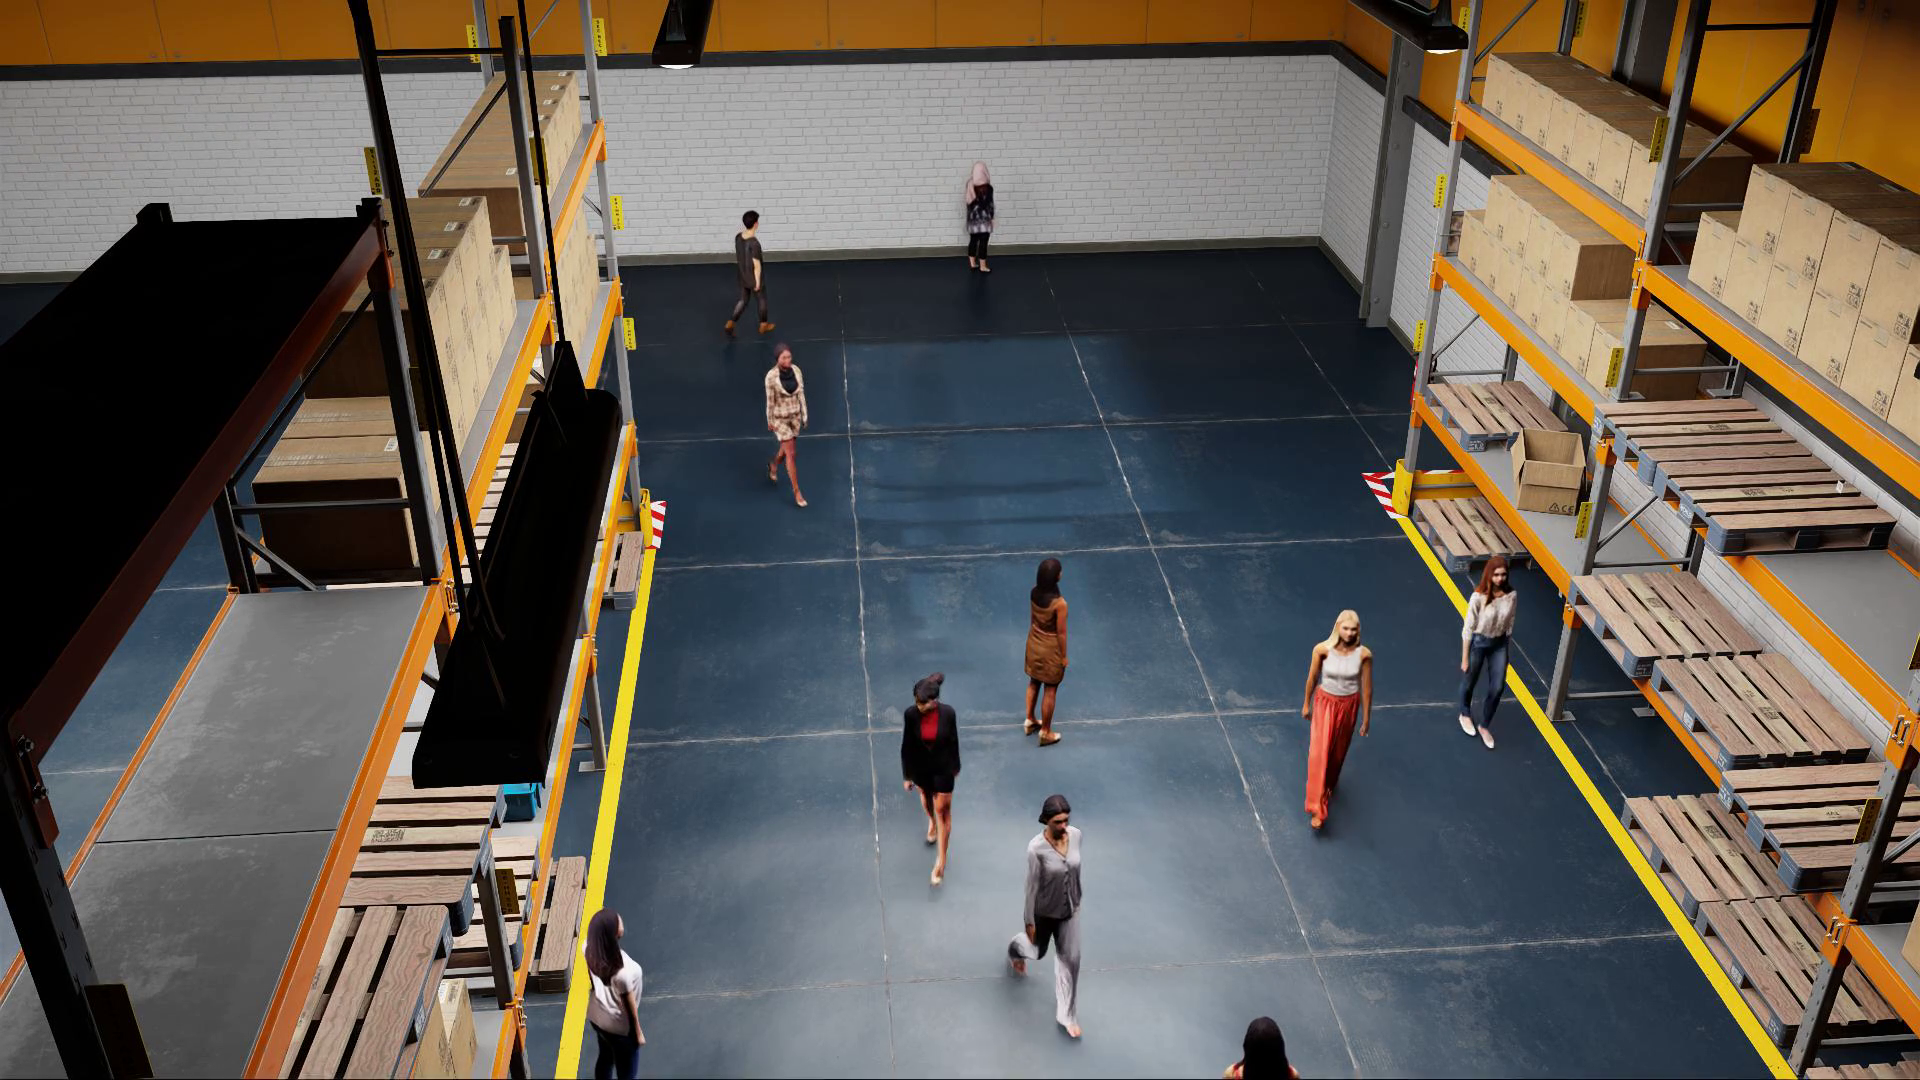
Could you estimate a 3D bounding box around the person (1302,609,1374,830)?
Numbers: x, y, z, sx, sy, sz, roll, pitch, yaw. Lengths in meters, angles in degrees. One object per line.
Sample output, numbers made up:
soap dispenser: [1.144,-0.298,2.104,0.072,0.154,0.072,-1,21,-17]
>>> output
person: [2.913,1.269,12.925,0.791,1.775,1.112,3,29,6]

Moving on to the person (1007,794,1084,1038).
person: [0.555,2.367,10.947,0.885,1.742,1.162,-13,31,-22]

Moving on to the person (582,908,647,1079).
person: [-2.085,2.914,10.007,0.737,1.681,0.659,-25,37,-38]

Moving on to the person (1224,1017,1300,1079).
person: [1.630,3.323,9.218,0.590,1.719,0.496,-2,29,-3]

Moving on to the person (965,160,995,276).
person: [0.282,-4.636,23.895,0.743,1.638,0.804,22,35,34]

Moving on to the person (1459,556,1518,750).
person: [4.317,0.845,13.767,0.616,1.713,0.705,-1,29,-3]

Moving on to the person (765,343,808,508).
person: [-1.872,-1.261,17.579,0.935,1.760,1.143,-19,34,-31]

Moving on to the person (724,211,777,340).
person: [-2.784,-3.422,21.612,1.040,1.692,1.105,21,35,34]

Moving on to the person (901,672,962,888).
person: [-0.217,1.677,12.358,0.694,1.601,1.030,2,29,4]

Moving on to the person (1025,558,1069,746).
person: [0.710,0.909,13.680,0.705,1.684,0.611,-20,35,-32]
